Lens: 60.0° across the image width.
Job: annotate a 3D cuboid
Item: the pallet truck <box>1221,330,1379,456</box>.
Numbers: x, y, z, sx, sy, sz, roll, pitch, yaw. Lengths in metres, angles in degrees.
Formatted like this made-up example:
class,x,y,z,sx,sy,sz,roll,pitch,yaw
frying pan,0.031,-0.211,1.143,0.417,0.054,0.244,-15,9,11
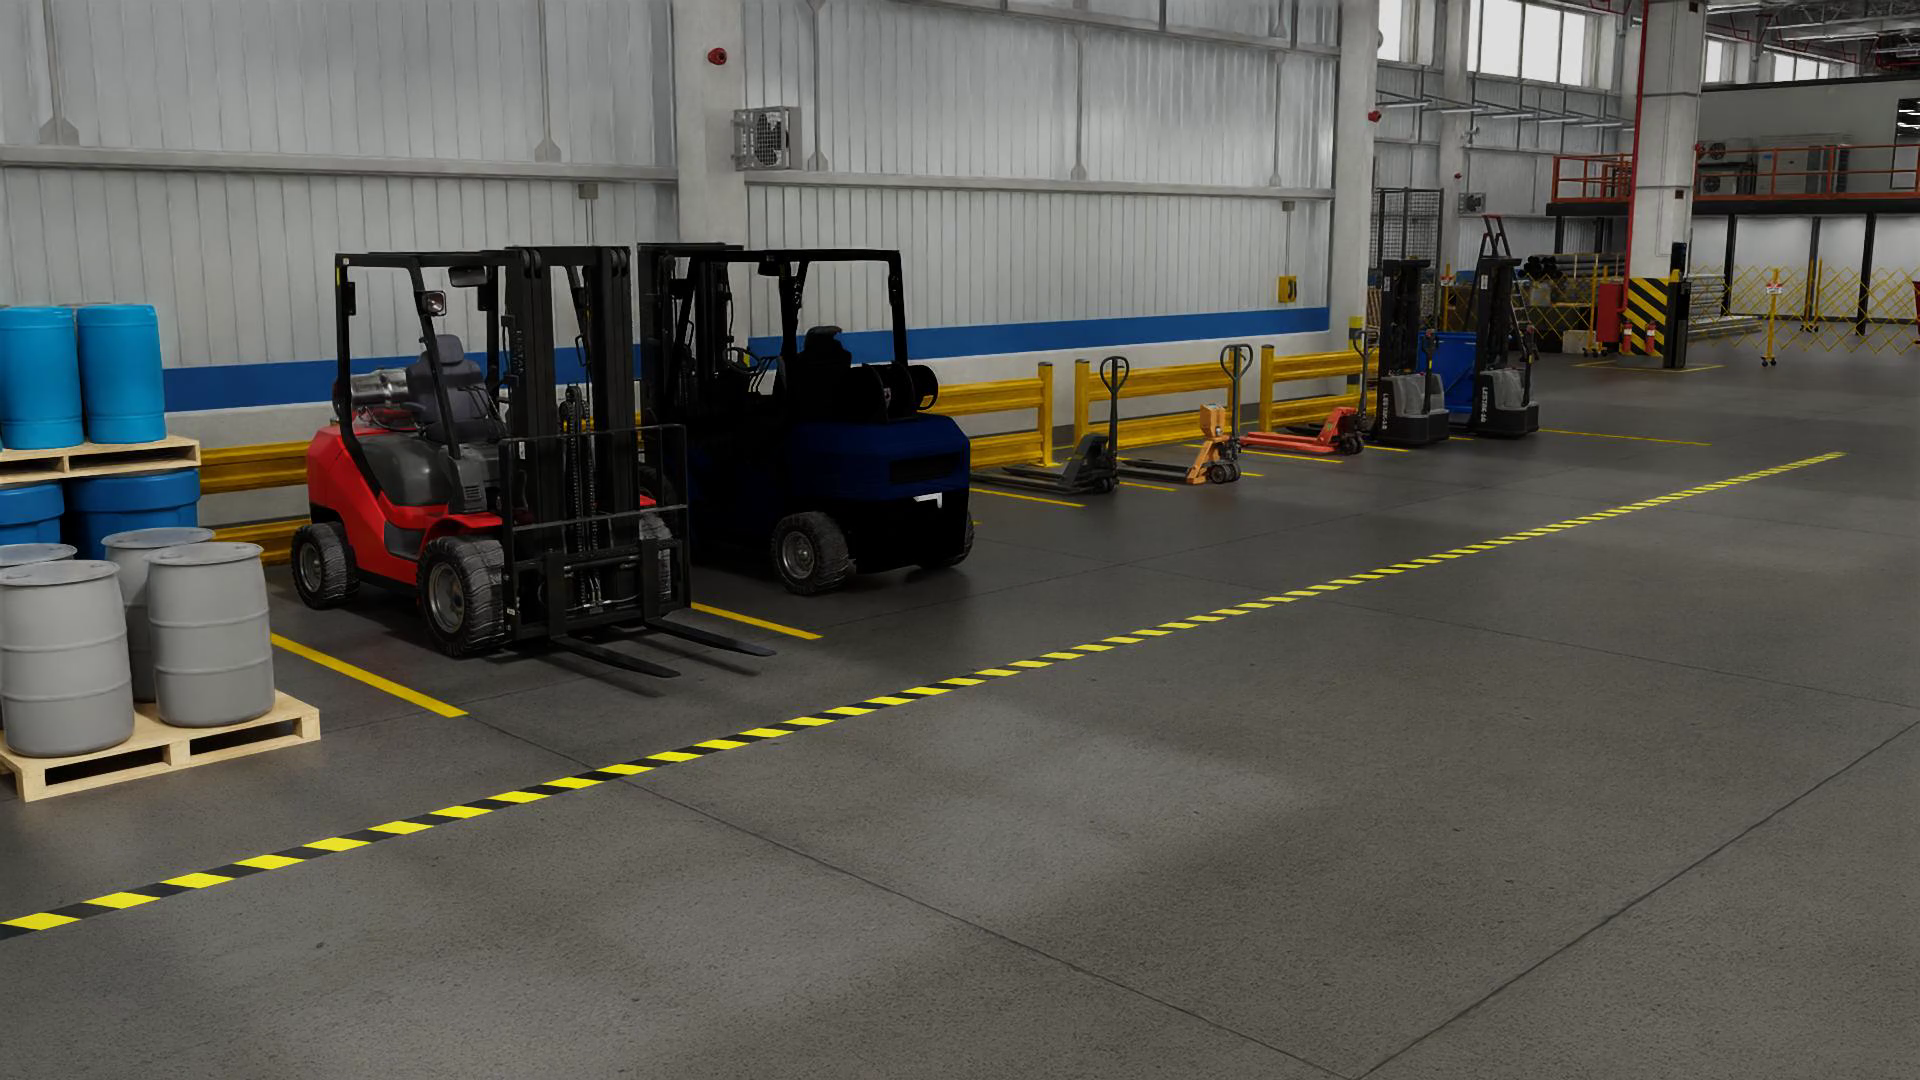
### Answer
class,x,y,z,sx,sy,sz,roll,pitch,yaw
pallet truck,3.563,-1.581,17.381,0.653,1.274,1.630,-10,14,-44

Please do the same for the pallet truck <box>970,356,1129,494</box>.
class,x,y,z,sx,sy,sz,roll,pitch,yaw
pallet truck,0.784,-1.085,14.876,0.680,1.201,1.601,-10,14,-44

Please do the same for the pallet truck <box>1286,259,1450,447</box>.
class,x,y,z,sx,sy,sz,roll,pitch,yaw
pallet truck,4.493,-2.078,18.196,0.823,1.965,1.885,-9,14,-40

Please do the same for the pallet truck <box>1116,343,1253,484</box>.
class,x,y,z,sx,sy,sz,roll,pitch,yaw
pallet truck,1.962,-1.215,15.415,1.522,1.261,0.704,10,14,43

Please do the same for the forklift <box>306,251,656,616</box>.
class,x,y,z,sx,sy,sz,roll,pitch,yaw
forklift,-2.833,-0.669,9.694,1.157,1.987,2.680,-10,14,-44

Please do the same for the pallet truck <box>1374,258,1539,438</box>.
class,x,y,z,sx,sy,sz,roll,pitch,yaw
pallet truck,5.704,-2.208,18.901,1.885,1.965,0.823,10,14,43

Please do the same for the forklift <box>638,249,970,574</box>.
class,x,y,z,sx,sy,sz,roll,pitch,yaw
forklift,-1.173,-0.958,11.239,2.680,1.987,1.157,10,14,43
